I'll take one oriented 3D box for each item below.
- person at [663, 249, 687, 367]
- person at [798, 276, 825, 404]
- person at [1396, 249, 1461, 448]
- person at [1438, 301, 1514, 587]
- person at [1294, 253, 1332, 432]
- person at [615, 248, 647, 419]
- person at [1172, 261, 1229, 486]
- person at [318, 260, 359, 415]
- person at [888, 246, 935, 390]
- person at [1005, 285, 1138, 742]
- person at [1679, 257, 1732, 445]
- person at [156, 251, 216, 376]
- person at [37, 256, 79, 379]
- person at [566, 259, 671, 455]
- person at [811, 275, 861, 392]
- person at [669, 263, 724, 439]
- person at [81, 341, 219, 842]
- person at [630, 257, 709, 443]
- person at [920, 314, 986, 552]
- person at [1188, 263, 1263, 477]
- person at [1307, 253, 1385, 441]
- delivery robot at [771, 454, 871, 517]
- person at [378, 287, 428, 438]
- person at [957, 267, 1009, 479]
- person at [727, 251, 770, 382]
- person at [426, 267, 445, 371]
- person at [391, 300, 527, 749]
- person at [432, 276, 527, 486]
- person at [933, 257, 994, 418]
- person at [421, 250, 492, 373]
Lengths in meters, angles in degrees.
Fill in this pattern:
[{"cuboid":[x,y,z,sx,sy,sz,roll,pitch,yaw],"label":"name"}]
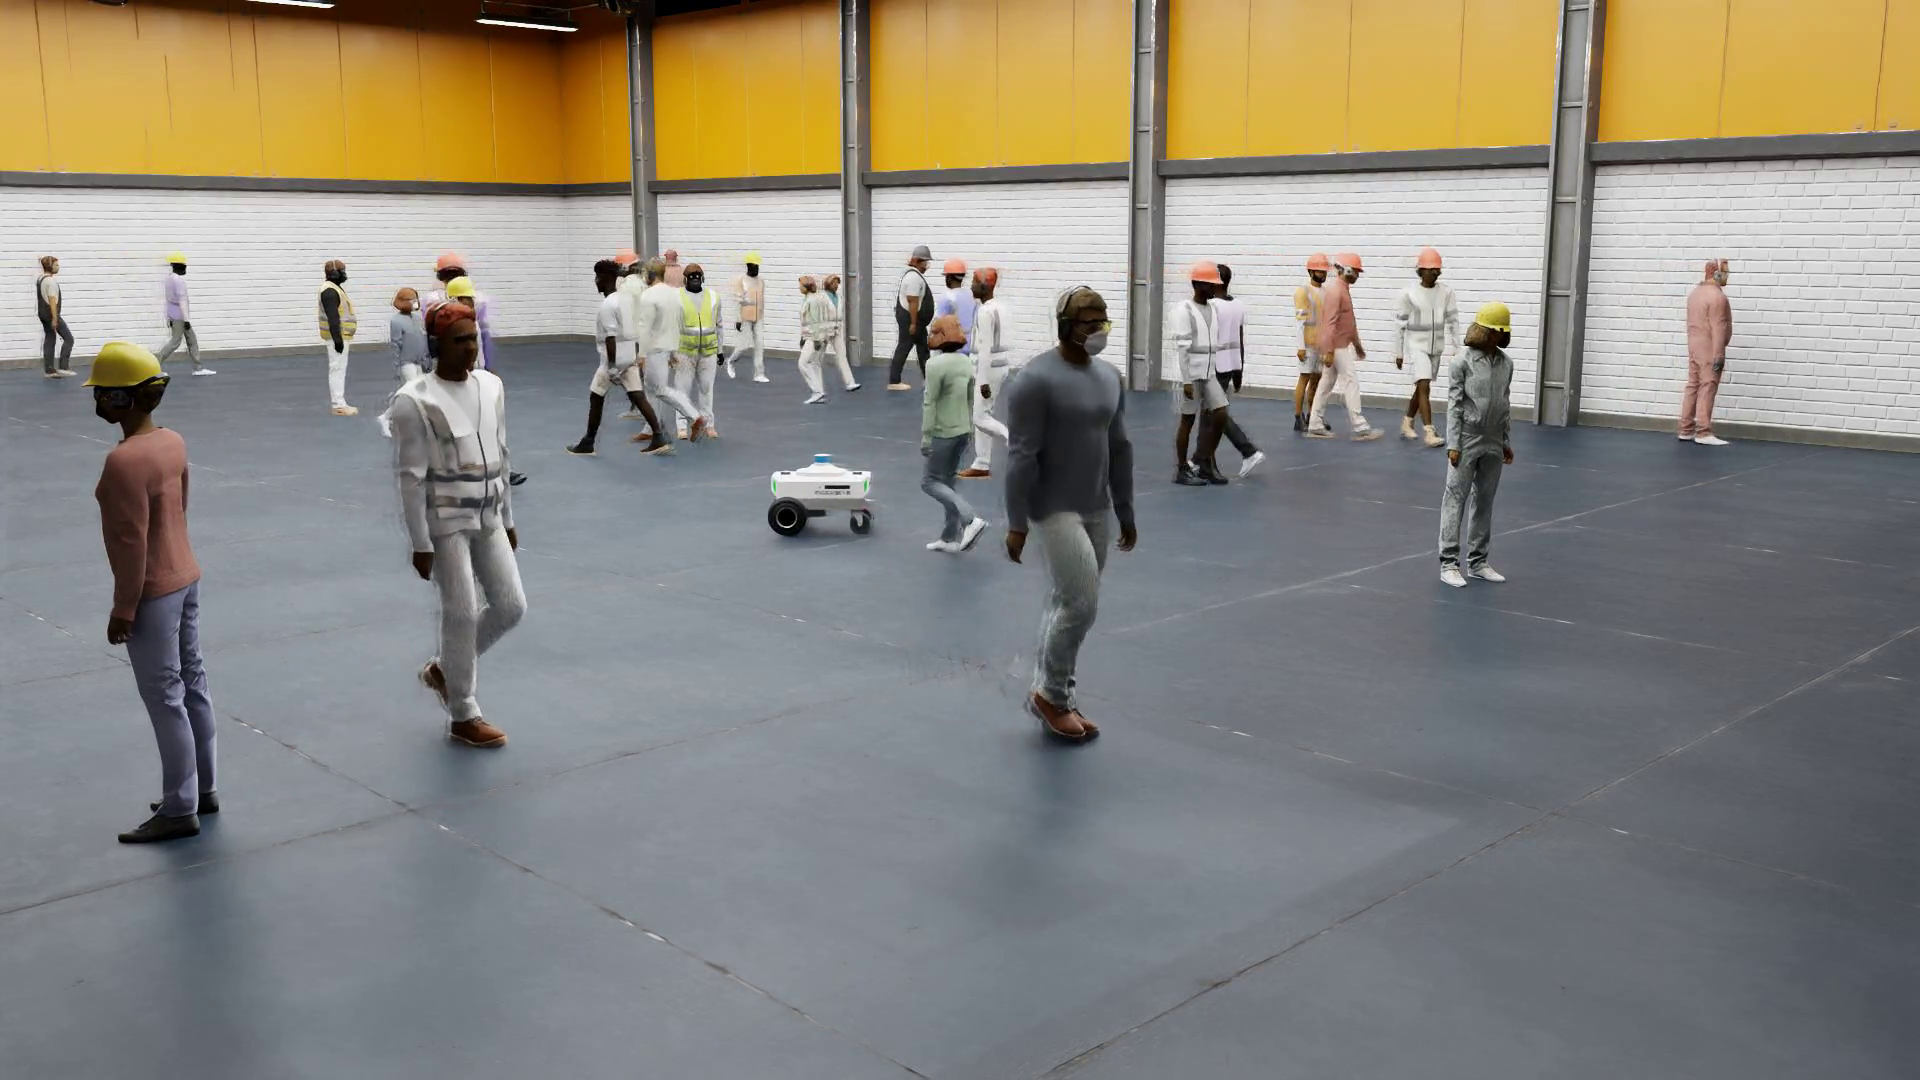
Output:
[{"cuboid":[-4.678,-3.770,27.069,0.653,1.905,0.408,-4,11,-22],"label":"person"},{"cuboid":[-1.886,-2.518,21.001,0.378,1.623,0.528,-2,11,-11],"label":"person"},{"cuboid":[4.776,-1.969,17.031,0.632,1.992,1.058,-2,11,-12],"label":"person"},{"cuboid":[3.183,-0.589,10.163,0.484,1.745,0.298,-5,11,-25],"label":"person"},{"cuboid":[3.869,-2.146,18.128,0.548,1.938,0.358,-10,14,-43],"label":"person"},{"cuboid":[-3.818,-2.365,19.211,0.430,1.978,0.621,2,11,10],"label":"person"},{"cuboid":[2.060,-1.389,14.073,0.548,1.919,0.575,-8,13,-38],"label":"person"},{"cuboid":[-7.398,-2.406,19.819,0.429,1.841,0.638,-3,11,-16],"label":"person"},{"cuboid":[-0.570,-3.089,22.990,0.923,2.000,0.694,0,10,-1],"label":"person"},{"cuboid":[0.501,-0.092,6.957,0.473,1.923,0.659,10,14,42],"label":"person"},{"cuboid":[7.680,-1.928,17.033,0.403,1.905,0.651,0,10,0],"label":"person"},{"cuboid":[-11.820,-3.398,25.065,0.936,1.892,0.592,-7,12,-33],"label":"person"},{"cuboid":[-13.475,-3.316,24.826,0.508,1.829,0.562,9,14,40],"label":"person"},{"cuboid":[-3.296,-1.753,16.076,1.027,1.917,0.605,2,11,13],"label":"person"},{"cuboid":[-1.754,-2.814,22.718,0.882,1.588,0.537,10,14,43],"label":"person"},{"cuboid":[-2.778,-1.979,17.478,0.634,1.842,0.429,-5,11,-24],"label":"person"},{"cuboid":[-2.872,0.184,5.891,0.317,1.769,0.523,-1,10,-5],"label":"person"},{"cuboid":[-2.974,-1.911,16.937,0.881,1.916,0.644,2,11,13],"label":"person"},{"cuboid":[-0.046,-0.690,11.062,0.461,1.615,0.515,7,12,33],"label":"person"},{"cuboid":[2.344,-1.512,14.821,0.887,1.887,0.599,9,14,40],"label":"person"},{"cuboid":[4.078,-2.007,17.361,0.916,1.946,0.606,3,11,15],"label":"person"},{"cuboid":[-0.996,-0.377,11.998,0.707,0.478,0.477,0,10,-1],"label":"delivery robot"},{"cuboid":[-5.740,-1.811,17.198,0.700,1.610,0.506,2,11,12],"label":"person"},{"cuboid":[0.314,-1.425,14.400,0.654,1.869,0.585,3,11,15],"label":"person"},{"cuboid":[-3.088,-3.249,24.224,0.684,1.908,0.601,10,14,42],"label":"person"},{"cuboid":[-8.114,-3.494,26.003,0.756,1.741,0.524,-10,14,-43],"label":"person"},{"cuboid":[-2.092,-0.061,6.945,0.465,1.866,0.597,6,12,28],"label":"person"},{"cuboid":[-4.113,-1.280,13.805,0.933,1.785,0.590,4,11,22],"label":"person"},{"cuboid":[0.017,-1.958,17.168,0.823,1.916,0.545,8,13,37],"label":"person"},{"cuboid":[-4.561,-1.630,15.150,0.617,2.013,0.999,-5,11,-25],"label":"person"}]
